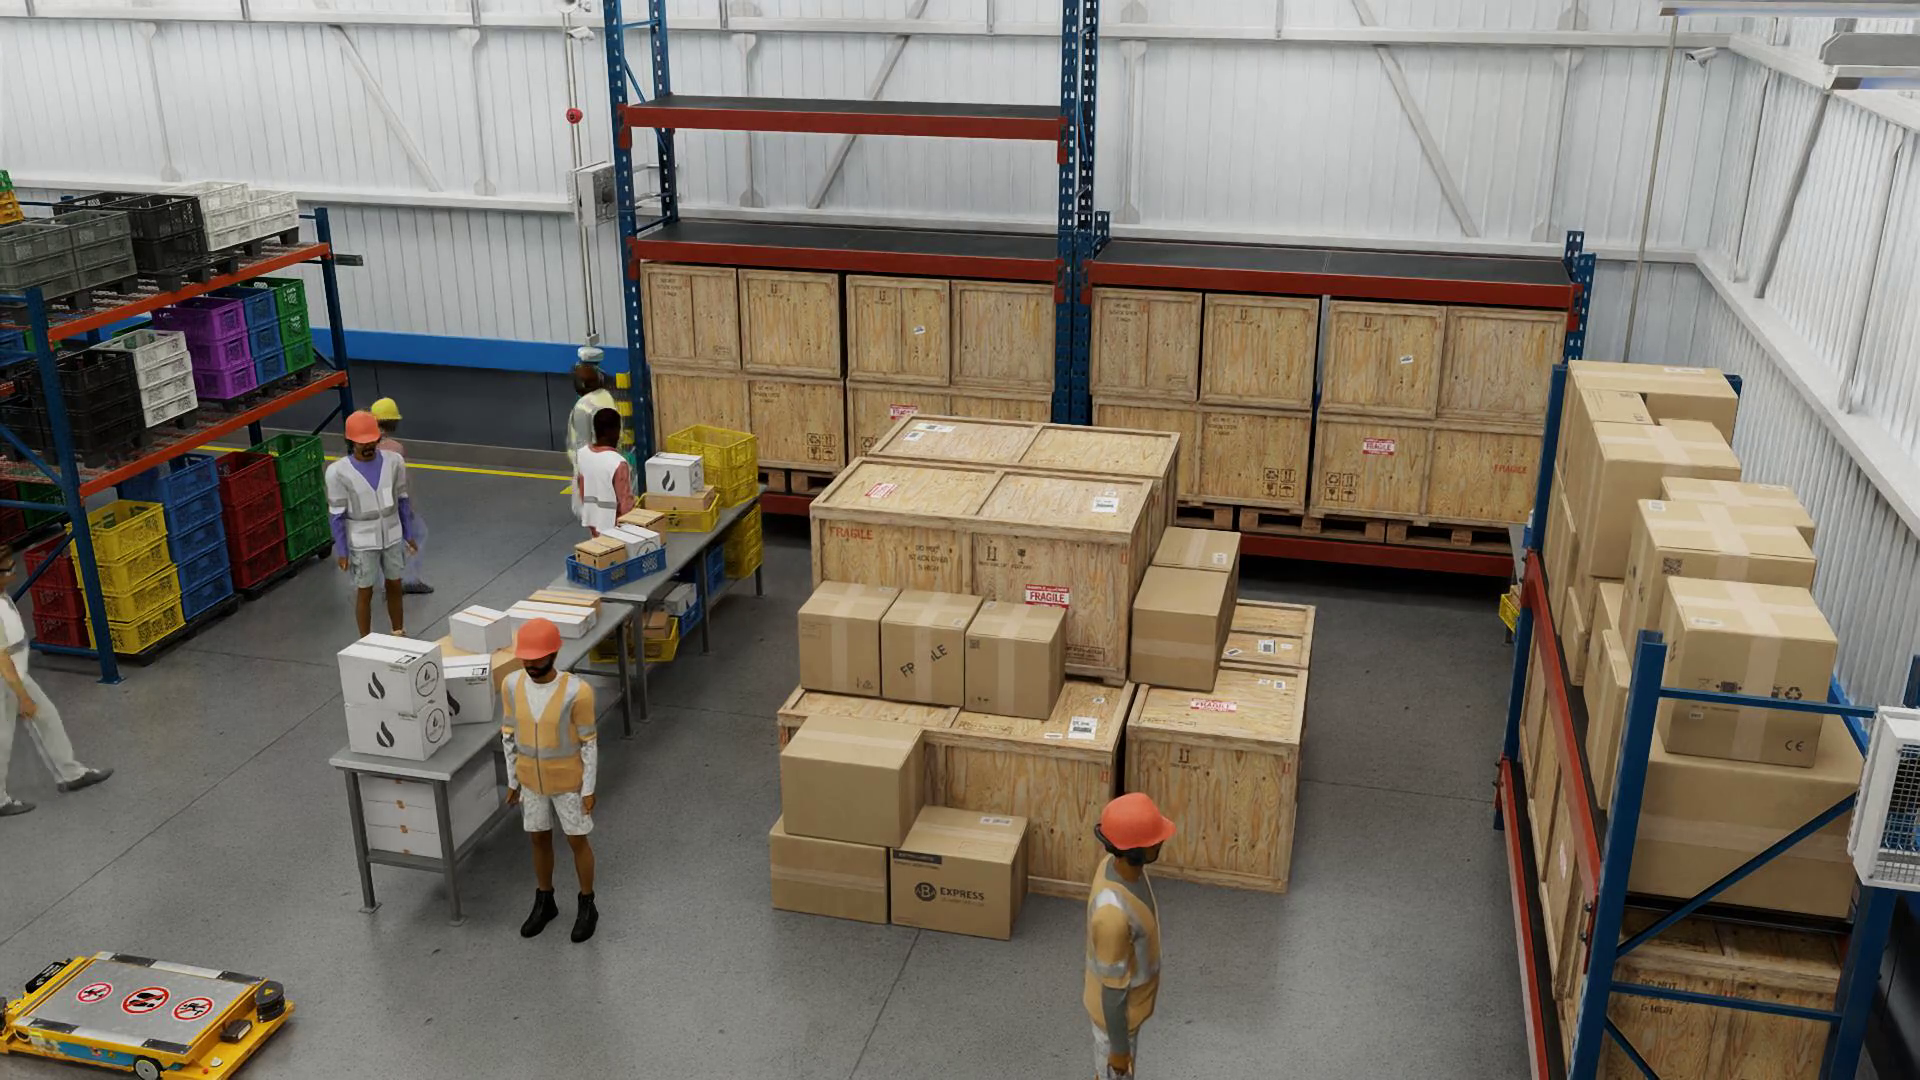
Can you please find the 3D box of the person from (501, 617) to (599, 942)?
[{"bbox_3d":[-2.272,1.326,9.235,0.544,1.942,0.351,4,21,10],"label":"person"}]

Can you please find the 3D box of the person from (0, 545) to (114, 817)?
[{"bbox_3d":[-5.939,0.881,10.575,0.869,1.807,0.594,-10,23,-24],"label":"person"}]

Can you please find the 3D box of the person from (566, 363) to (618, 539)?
[{"bbox_3d":[-3.176,-0.656,14.614,0.533,1.810,0.641,4,21,11],"label":"person"}]

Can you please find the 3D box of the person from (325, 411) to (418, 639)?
[{"bbox_3d":[-4.401,0.003,12.557,0.613,2.040,0.391,-18,27,-38],"label":"person"}]

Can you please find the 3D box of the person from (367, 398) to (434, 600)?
[{"bbox_3d":[-4.688,-0.343,13.865,0.557,1.746,0.464,13,24,30],"label":"person"}]

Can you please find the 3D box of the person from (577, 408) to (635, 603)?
[{"bbox_3d":[-2.729,-0.097,12.997,0.588,1.914,0.393,17,27,38],"label":"person"}]

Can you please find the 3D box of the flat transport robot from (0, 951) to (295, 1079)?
[{"bbox_3d":[-4.270,2.464,8.601,1.431,0.231,0.659,5,22,13],"label":"flat transport robot"}]

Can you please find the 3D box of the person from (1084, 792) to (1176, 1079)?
[{"bbox_3d":[0.726,2.021,7.273,0.360,2.047,0.612,4,21,9],"label":"person"}]

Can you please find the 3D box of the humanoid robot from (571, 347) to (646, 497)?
[{"bbox_3d":[-3.168,-1.007,15.436,0.735,1.677,0.533,-15,25,-34],"label":"humanoid robot"}]

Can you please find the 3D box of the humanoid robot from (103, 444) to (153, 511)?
[{"bbox_3d":[-7.439,-0.645,14.778,0.599,1.634,0.661,10,23,23],"label":"humanoid robot"}]
